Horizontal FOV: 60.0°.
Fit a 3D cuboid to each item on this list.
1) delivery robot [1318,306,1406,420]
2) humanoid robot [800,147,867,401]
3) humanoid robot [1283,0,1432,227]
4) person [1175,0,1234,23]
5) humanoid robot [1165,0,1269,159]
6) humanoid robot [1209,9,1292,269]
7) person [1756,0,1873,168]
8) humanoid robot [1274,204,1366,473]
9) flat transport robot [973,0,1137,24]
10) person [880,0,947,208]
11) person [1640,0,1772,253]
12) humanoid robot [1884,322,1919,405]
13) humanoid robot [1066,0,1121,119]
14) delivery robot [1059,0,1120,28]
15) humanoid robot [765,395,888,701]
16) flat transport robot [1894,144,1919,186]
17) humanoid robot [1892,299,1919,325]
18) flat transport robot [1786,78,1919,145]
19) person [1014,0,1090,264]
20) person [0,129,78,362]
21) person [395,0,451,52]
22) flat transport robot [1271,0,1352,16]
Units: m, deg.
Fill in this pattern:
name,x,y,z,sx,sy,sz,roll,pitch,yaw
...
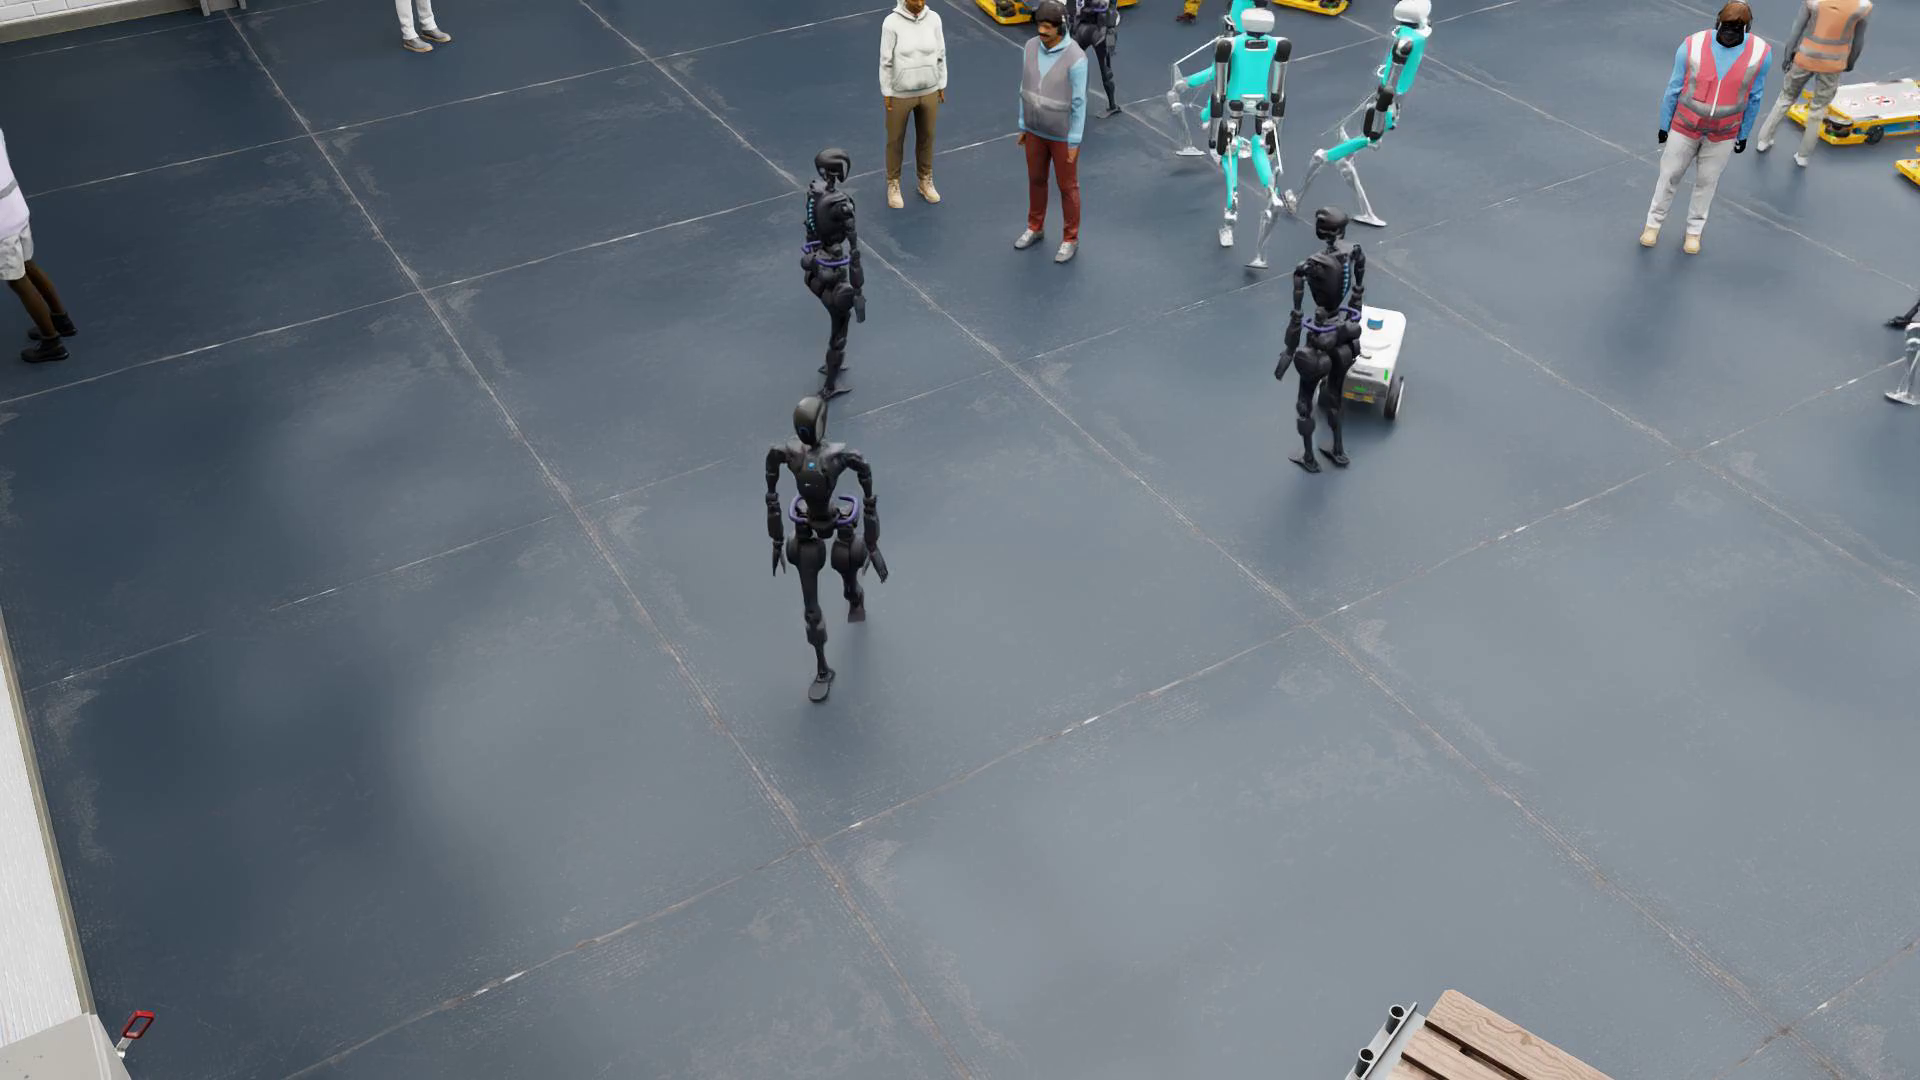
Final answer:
name,x,y,z,sx,sy,sz,roll,pitch,yaw
delivery robot,2.579,-1.139,10.507,0.499,0.605,0.781,13,40,15
humanoid robot,-0.779,-1.630,10.216,0.369,1.643,0.610,-24,44,-27
humanoid robot,2.823,-3.083,12.030,0.942,1.805,0.557,19,42,22
person,2.394,-5.644,15.258,0.565,1.705,0.920,23,44,26
humanoid robot,1.955,-3.634,12.690,1.009,1.725,0.544,-6,39,-7
humanoid robot,2.038,-2.647,11.484,0.545,1.756,0.995,-4,39,-5
person,6.632,-3.683,12.845,0.519,1.628,0.407,24,44,27
humanoid robot,2.118,-1.139,9.610,0.596,1.640,0.425,-22,43,-25
flat transport robot,0.909,-5.205,15.859,1.431,0.231,0.659,-15,41,-18
person,-0.351,-3.307,12.272,0.510,1.759,0.383,-12,40,-15
person,5.231,-2.894,11.690,0.628,1.836,0.431,13,40,16
humanoid robot,6.122,-1.457,9.985,0.874,1.791,0.564,2,38,2
humanoid robot,1.036,-4.154,13.423,0.727,1.630,0.608,-25,45,-28
delivery robot,1.103,-5.047,15.405,0.738,0.563,0.499,-8,39,-10
humanoid robot,-0.641,-0.033,8.260,0.603,1.646,0.802,5,39,6
flat transport robot,8.120,-2.870,12.913,1.431,0.231,0.659,-5,39,-7
humanoid robot,6.650,-1.963,10.673,0.792,1.616,0.615,24,44,27
flat transport robot,7.654,-3.550,13.771,1.431,0.231,0.659,-9,39,-11
person,0.651,-2.866,11.624,0.528,1.870,0.416,25,45,28
person,-6.092,-2.015,10.501,0.388,1.925,0.541,-3,39,-4
person,-4.879,-5.264,14.645,0.354,1.878,0.566,20,43,24
flat transport robot,3.631,-5.456,16.176,0.659,0.231,1.431,22,43,26
